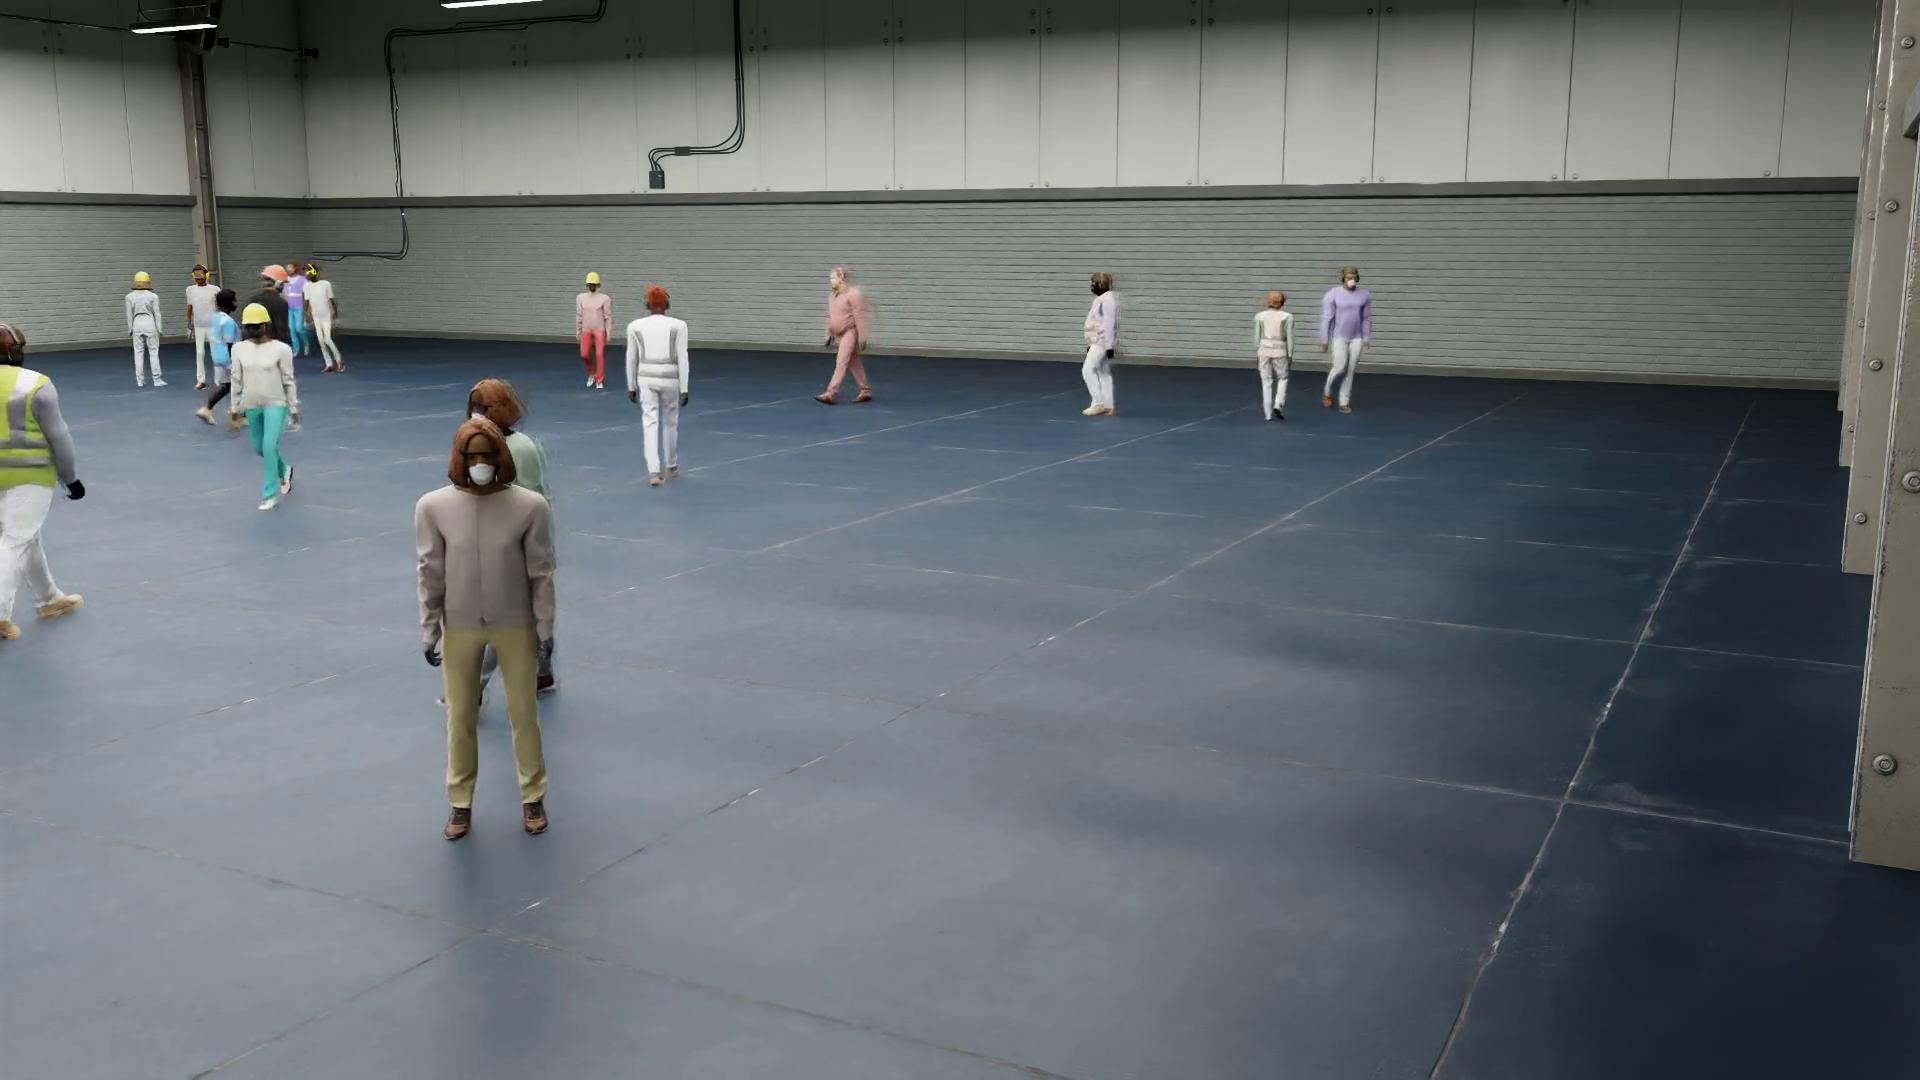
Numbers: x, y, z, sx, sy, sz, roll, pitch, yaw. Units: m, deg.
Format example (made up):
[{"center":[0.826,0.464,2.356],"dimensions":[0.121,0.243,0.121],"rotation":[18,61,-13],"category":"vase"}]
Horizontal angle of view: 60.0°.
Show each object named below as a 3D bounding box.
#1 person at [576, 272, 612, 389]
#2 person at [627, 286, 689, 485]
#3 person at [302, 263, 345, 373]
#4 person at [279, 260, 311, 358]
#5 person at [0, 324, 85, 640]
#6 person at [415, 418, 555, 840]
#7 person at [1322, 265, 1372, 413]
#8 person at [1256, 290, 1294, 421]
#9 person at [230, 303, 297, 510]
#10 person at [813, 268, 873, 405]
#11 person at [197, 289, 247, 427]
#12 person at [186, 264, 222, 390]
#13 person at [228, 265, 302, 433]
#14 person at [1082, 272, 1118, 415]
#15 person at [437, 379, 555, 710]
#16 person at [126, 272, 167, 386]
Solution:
[{"center":[-5.468,-3.122,24.856],"dimensions":[0.545,1.749,0.385],"rotation":[0,10,1],"category":"person"},{"center":[-2.818,-1.446,15.525],"dimensions":[0.589,1.830,1.006],"rotation":[0,10,-2],"category":"person"},{"center":[-10.675,-3.698,27.784],"dimensions":[0.545,1.828,0.447],"rotation":[2,11,11],"category":"person"},{"center":[-12.472,-4.316,31.151],"dimensions":[0.575,1.830,0.443],"rotation":[2,11,11],"category":"person"},{"center":[-5.472,-0.346,9.632],"dimensions":[0.621,1.799,0.976],"rotation":[2,11,9],"category":"person"},{"center":[-1.793,0.342,6.331],"dimensions":[0.500,1.625,0.303],"rotation":[-2,11,-12],"category":"person"},{"center":[5.012,-2.603,21.587],"dimensions":[0.628,1.919,0.510],"rotation":[-2,11,-12],"category":"person"},{"center":[3.900,-2.280,20.624],"dimensions":[0.511,1.624,0.377],"rotation":[5,12,25],"category":"person"},{"center":[-5.921,-1.160,14.231],"dimensions":[0.542,1.742,0.762],"rotation":[0,10,2],"category":"person"},{"center":[-1.598,-2.765,22.652],"dimensions":[1.010,1.846,0.655],"rotation":[-7,12,-33],"category":"person"},{"center":[-8.714,-2.155,19.799],"dimensions":[0.665,1.663,0.551],"rotation":[-8,13,-38],"category":"person"},{"center":[-11.235,-3.162,24.770],"dimensions":[0.534,1.864,0.310],"rotation":[-2,11,-10],"category":"person"},{"center":[-8.027,-2.177,19.142],"dimensions":[0.647,1.959,0.809],"rotation":[5,12,27],"category":"person"},{"center":[1.735,-2.489,21.207],"dimensions":[0.562,1.821,0.643],"rotation":[0,10,2],"category":"person"},{"center":[-2.298,0.030,8.062],"dimensions":[0.528,1.595,0.801],"rotation":[9,14,39],"category":"person"},{"center":[-12.436,-3.217,25.405],"dimensions":[0.492,1.740,0.324],"rotation":[-1,10,-5],"category":"person"}]
